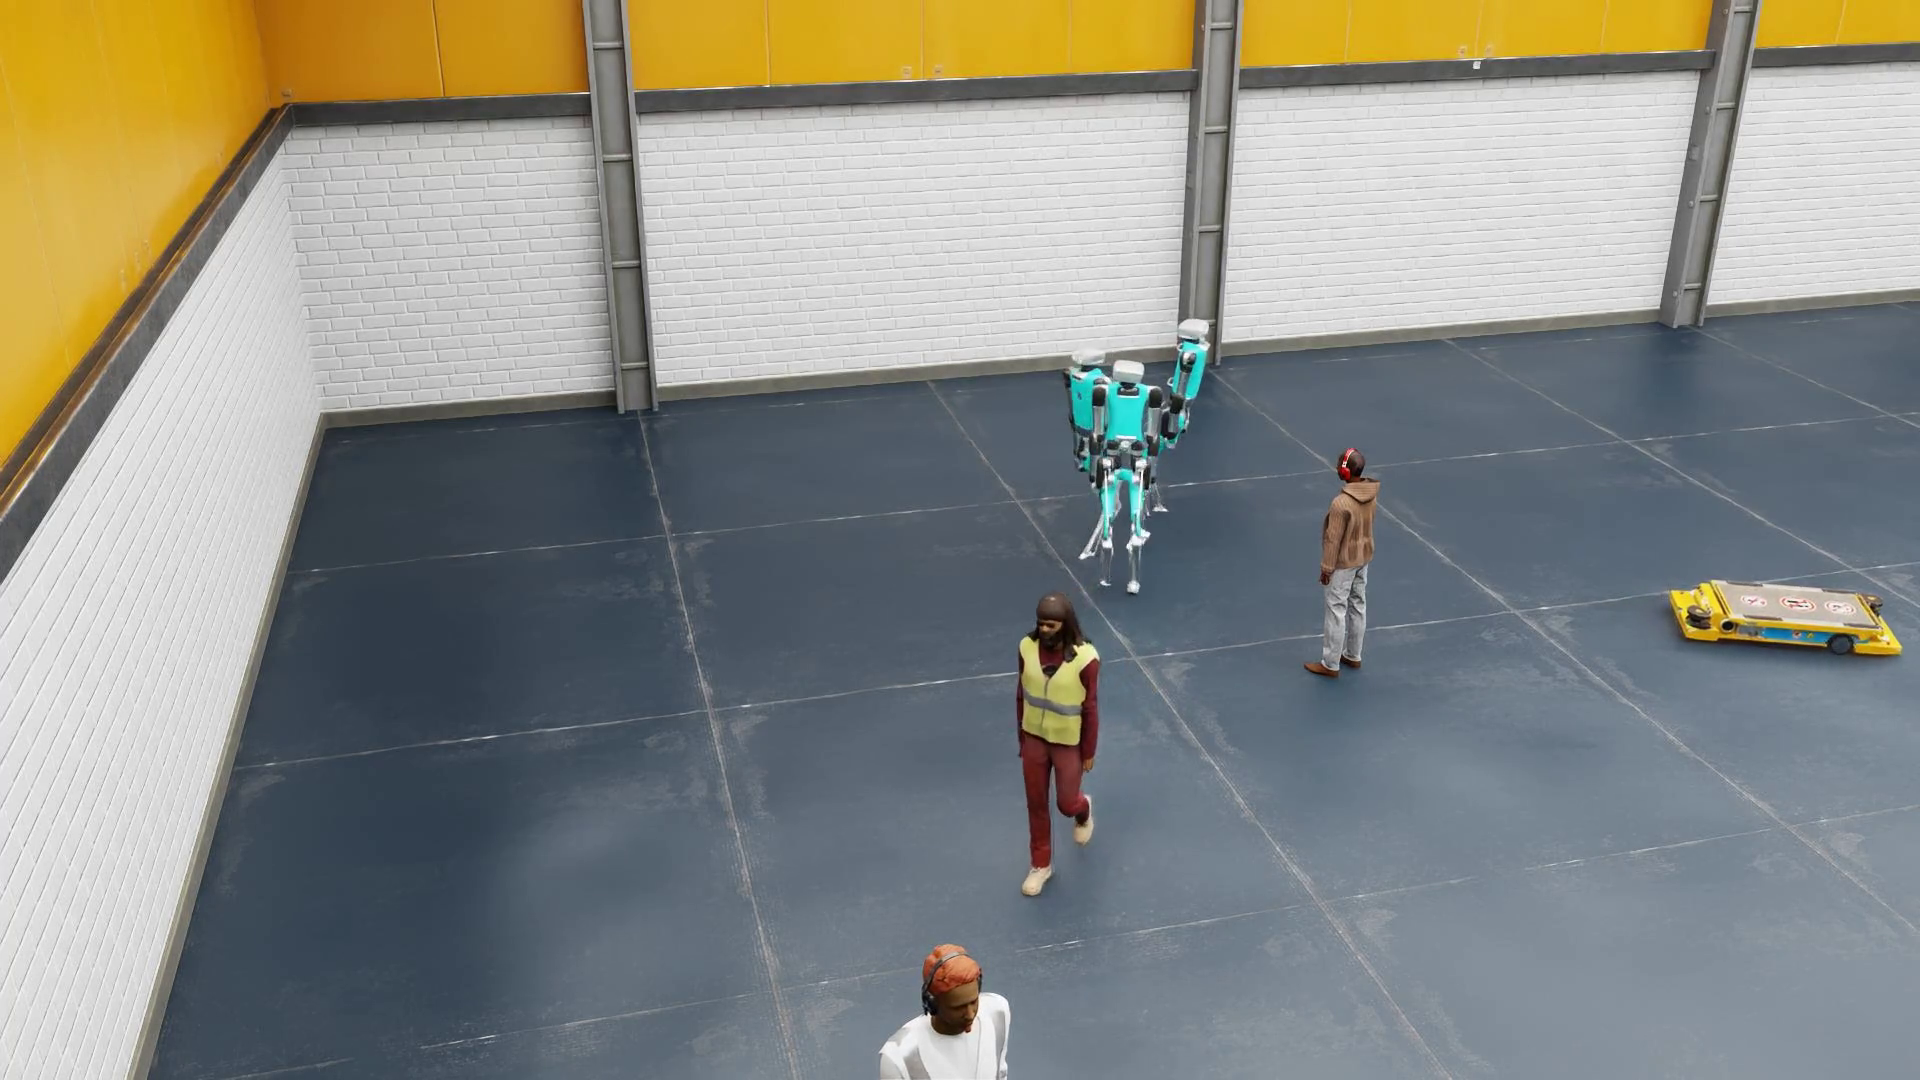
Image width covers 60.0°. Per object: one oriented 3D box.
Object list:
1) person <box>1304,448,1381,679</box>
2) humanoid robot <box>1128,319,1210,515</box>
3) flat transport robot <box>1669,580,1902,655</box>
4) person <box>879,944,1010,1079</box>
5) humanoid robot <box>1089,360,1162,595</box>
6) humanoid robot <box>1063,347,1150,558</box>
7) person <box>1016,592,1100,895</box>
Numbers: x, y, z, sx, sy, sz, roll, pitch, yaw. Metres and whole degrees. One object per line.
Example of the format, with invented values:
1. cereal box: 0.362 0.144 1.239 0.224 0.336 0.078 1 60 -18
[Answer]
1. person: 2.624 0.161 11.280 0.462 1.643 0.327 -19 30 -37
2. humanoid robot: 1.640 -0.970 13.783 0.796 1.806 0.552 9 25 19
3. flat transport robot: 5.983 0.560 12.087 1.431 0.231 0.659 5 24 10
4. person: -0.030 2.294 6.148 0.582 1.882 0.347 -18 30 -36
5. humanoid robot: 1.236 -0.405 12.458 0.536 1.796 0.712 0 24 1
6. humanoid robot: 1.297 -0.699 13.156 0.927 1.767 0.566 -10 26 -21
7. person: 0.535 1.070 9.089 0.481 1.749 0.602 11 26 24
